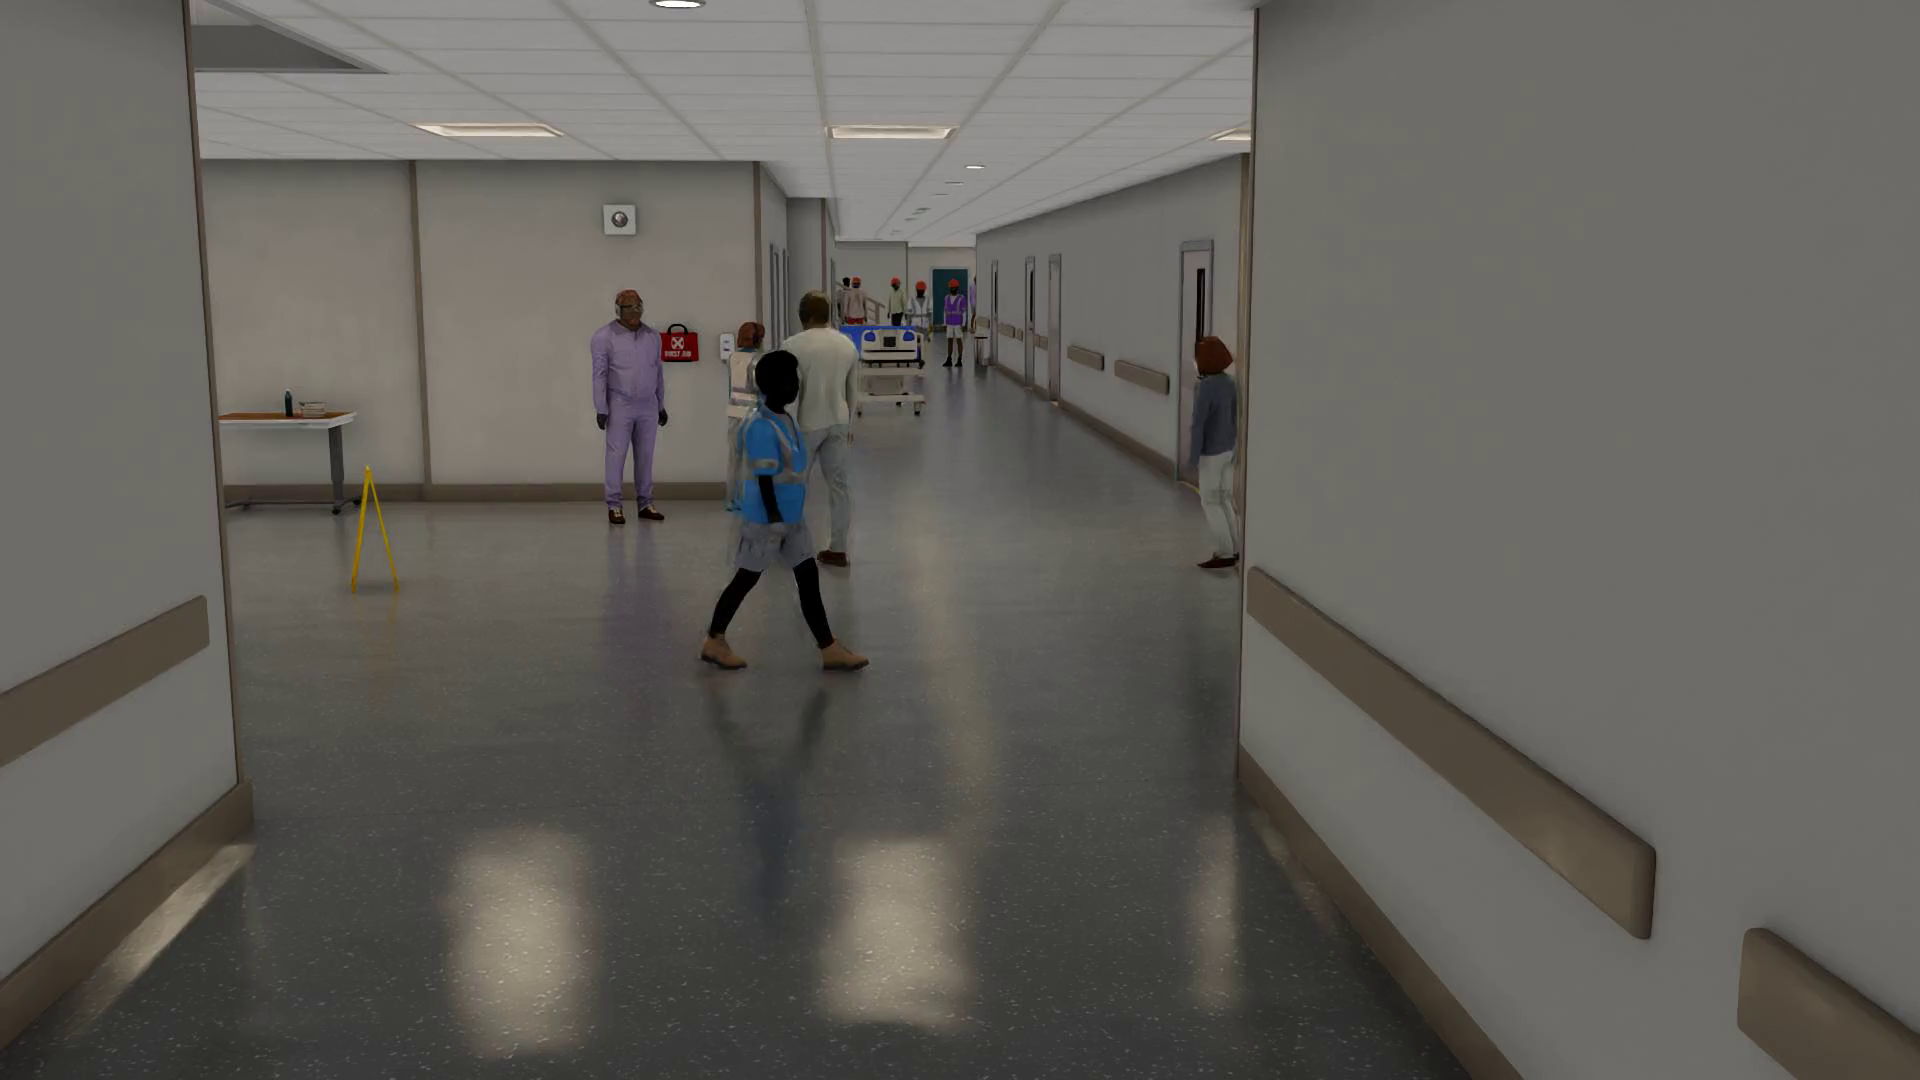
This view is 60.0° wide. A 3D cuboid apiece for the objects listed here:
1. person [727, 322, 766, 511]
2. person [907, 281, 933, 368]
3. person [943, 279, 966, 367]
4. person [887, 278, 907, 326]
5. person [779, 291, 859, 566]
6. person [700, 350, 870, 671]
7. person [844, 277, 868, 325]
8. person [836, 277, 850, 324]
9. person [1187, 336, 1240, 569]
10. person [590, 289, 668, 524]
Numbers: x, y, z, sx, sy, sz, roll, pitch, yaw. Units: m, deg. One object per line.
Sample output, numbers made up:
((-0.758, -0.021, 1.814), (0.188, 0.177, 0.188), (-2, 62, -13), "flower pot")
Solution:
((-1.805, -1.041, 14.188), (0.509, 1.627, 0.323), (8, 12, 42), "person")
((-0.833, -4.626, 35.873), (0.546, 1.880, 1.014), (-2, 9, -13), "person")
((-0.129, -4.810, 36.877), (0.546, 1.939, 0.375), (5, 10, 28), "person")
((-1.763, -6.556, 47.804), (0.645, 1.960, 0.853), (7, 11, 37), "person")
((-1.065, -0.793, 11.761), (0.655, 1.901, 0.933), (-6, 11, -33), "person")
((-0.944, -0.135, 8.432), (0.886, 1.649, 0.543), (2, 9, 14), "person")
((-2.695, -5.814, 43.038), (0.639, 1.976, 0.432), (-2, 9, -15), "person")
((-3.316, -6.664, 48.426), (0.606, 1.967, 0.367), (-8, 12, -40), "person")
((1.752, -0.590, 11.412), (0.325, 1.612, 0.542), (6, 11, 34), "person")
((-2.684, -1.091, 13.629), (0.653, 1.906, 0.405), (-8, 12, -39), "person")
